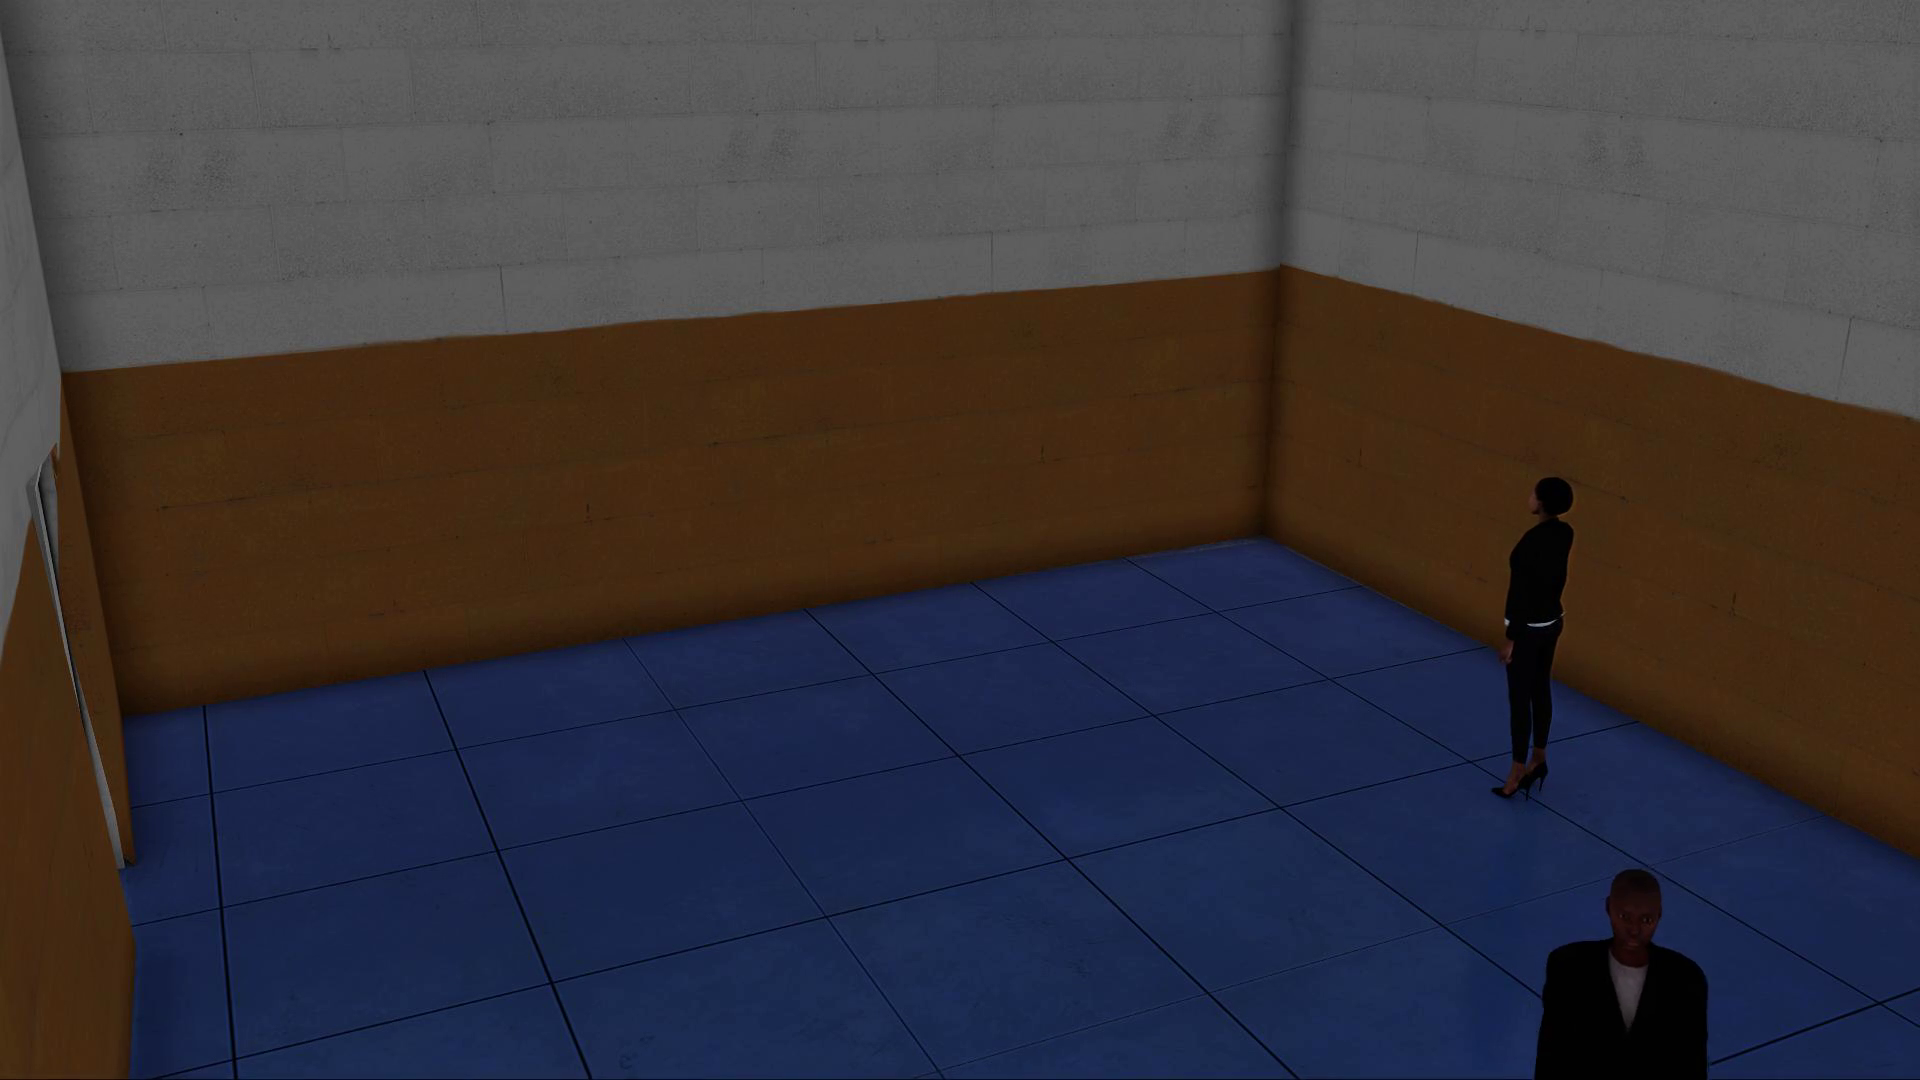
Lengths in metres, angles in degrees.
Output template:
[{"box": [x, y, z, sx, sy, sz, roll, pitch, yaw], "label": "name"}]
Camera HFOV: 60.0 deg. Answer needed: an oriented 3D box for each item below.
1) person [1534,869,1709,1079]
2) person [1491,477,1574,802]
[{"box": [2.122, 1.828, 5.396, 1.162, 1.727, 1.156, 4, 19, 13], "label": "person"}, {"box": [3.123, 0.535, 9.065, 0.550, 1.834, 0.727, -15, 24, -37], "label": "person"}]
